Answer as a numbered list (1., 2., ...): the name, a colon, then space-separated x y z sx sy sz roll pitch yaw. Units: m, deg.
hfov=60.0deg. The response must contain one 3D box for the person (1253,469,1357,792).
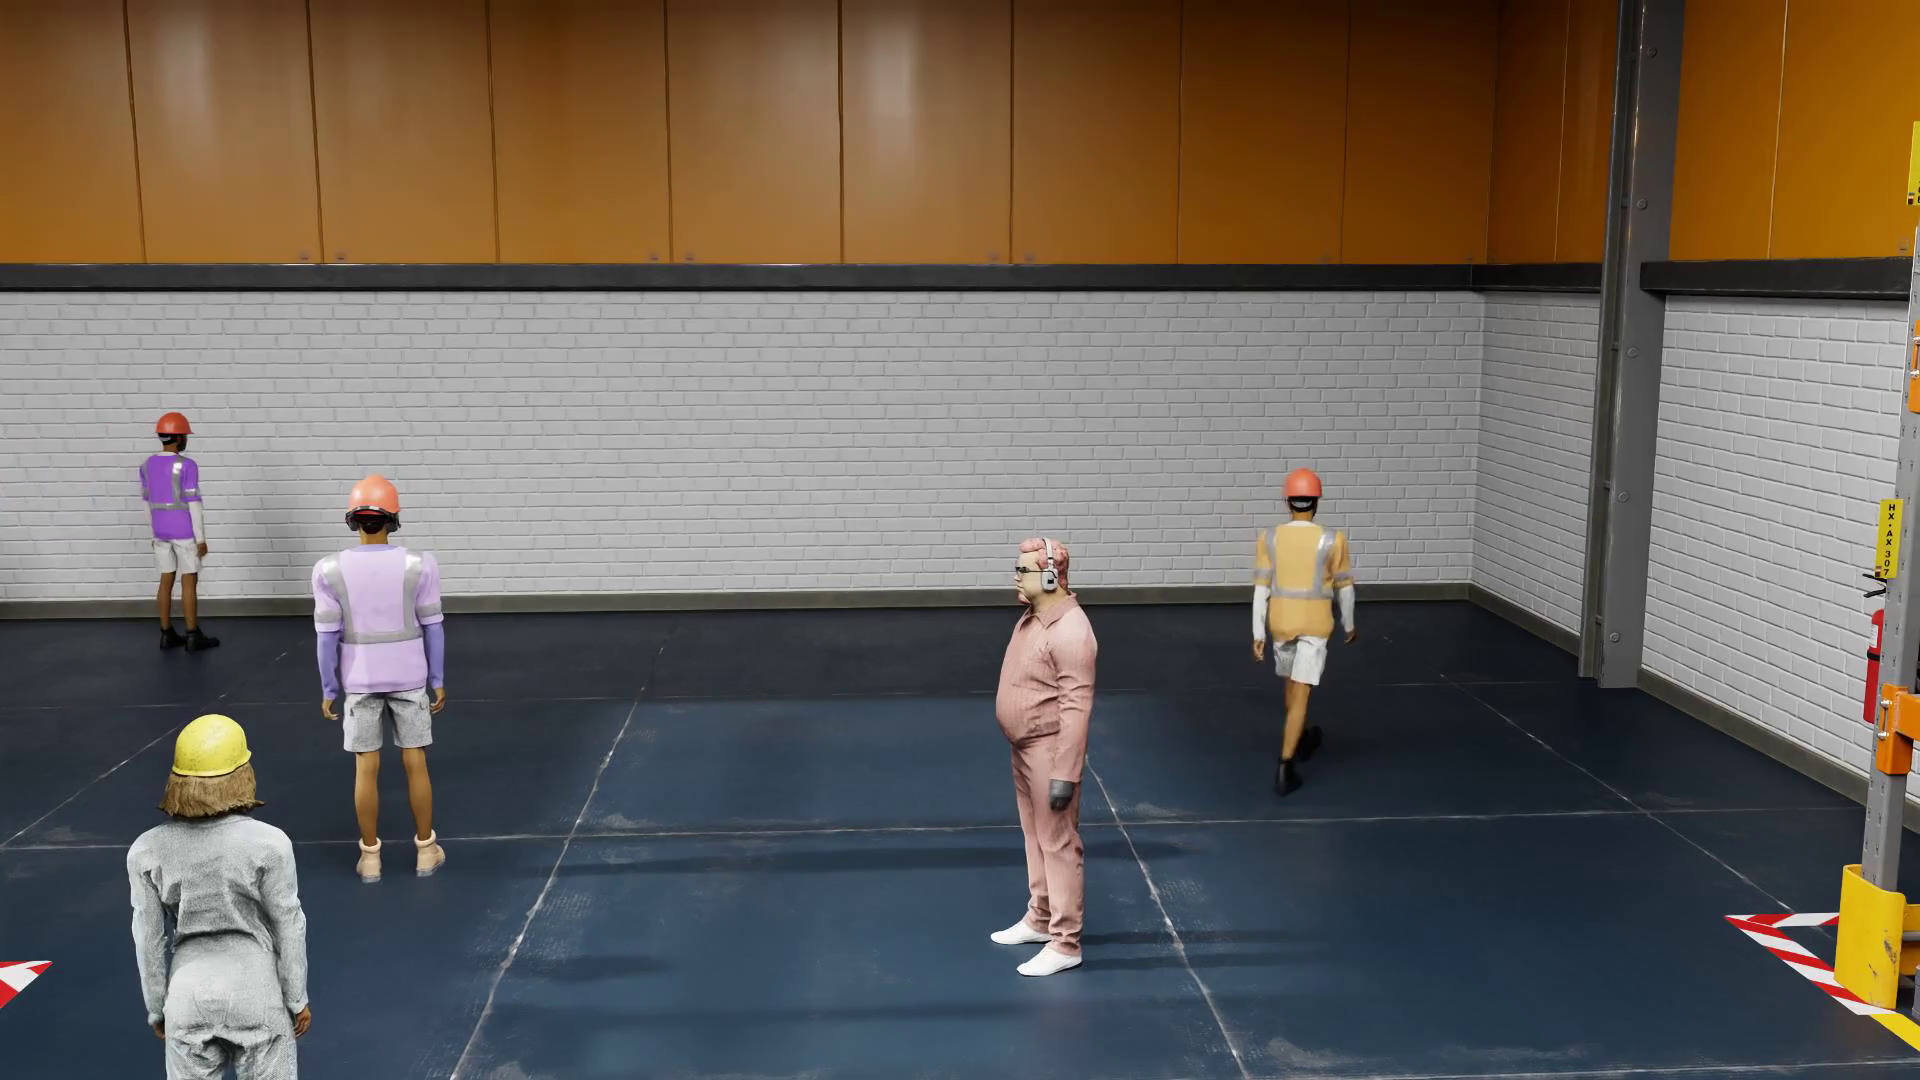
1. person: 2.067 0.514 10.026 0.555 1.875 1.034 5 10 30

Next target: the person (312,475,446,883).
1. person: -2.892 0.695 8.342 0.605 2.045 0.387 -2 9 -15

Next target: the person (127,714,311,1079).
1. person: -2.197 1.377 4.999 0.484 1.745 0.297 -1 9 -5

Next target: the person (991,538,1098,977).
1. person: 0.356 0.933 7.281 0.409 1.907 0.651 -2 9 -15

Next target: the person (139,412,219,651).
1. person: -6.322 -0.068 13.472 0.552 1.933 0.377 3 10 19
